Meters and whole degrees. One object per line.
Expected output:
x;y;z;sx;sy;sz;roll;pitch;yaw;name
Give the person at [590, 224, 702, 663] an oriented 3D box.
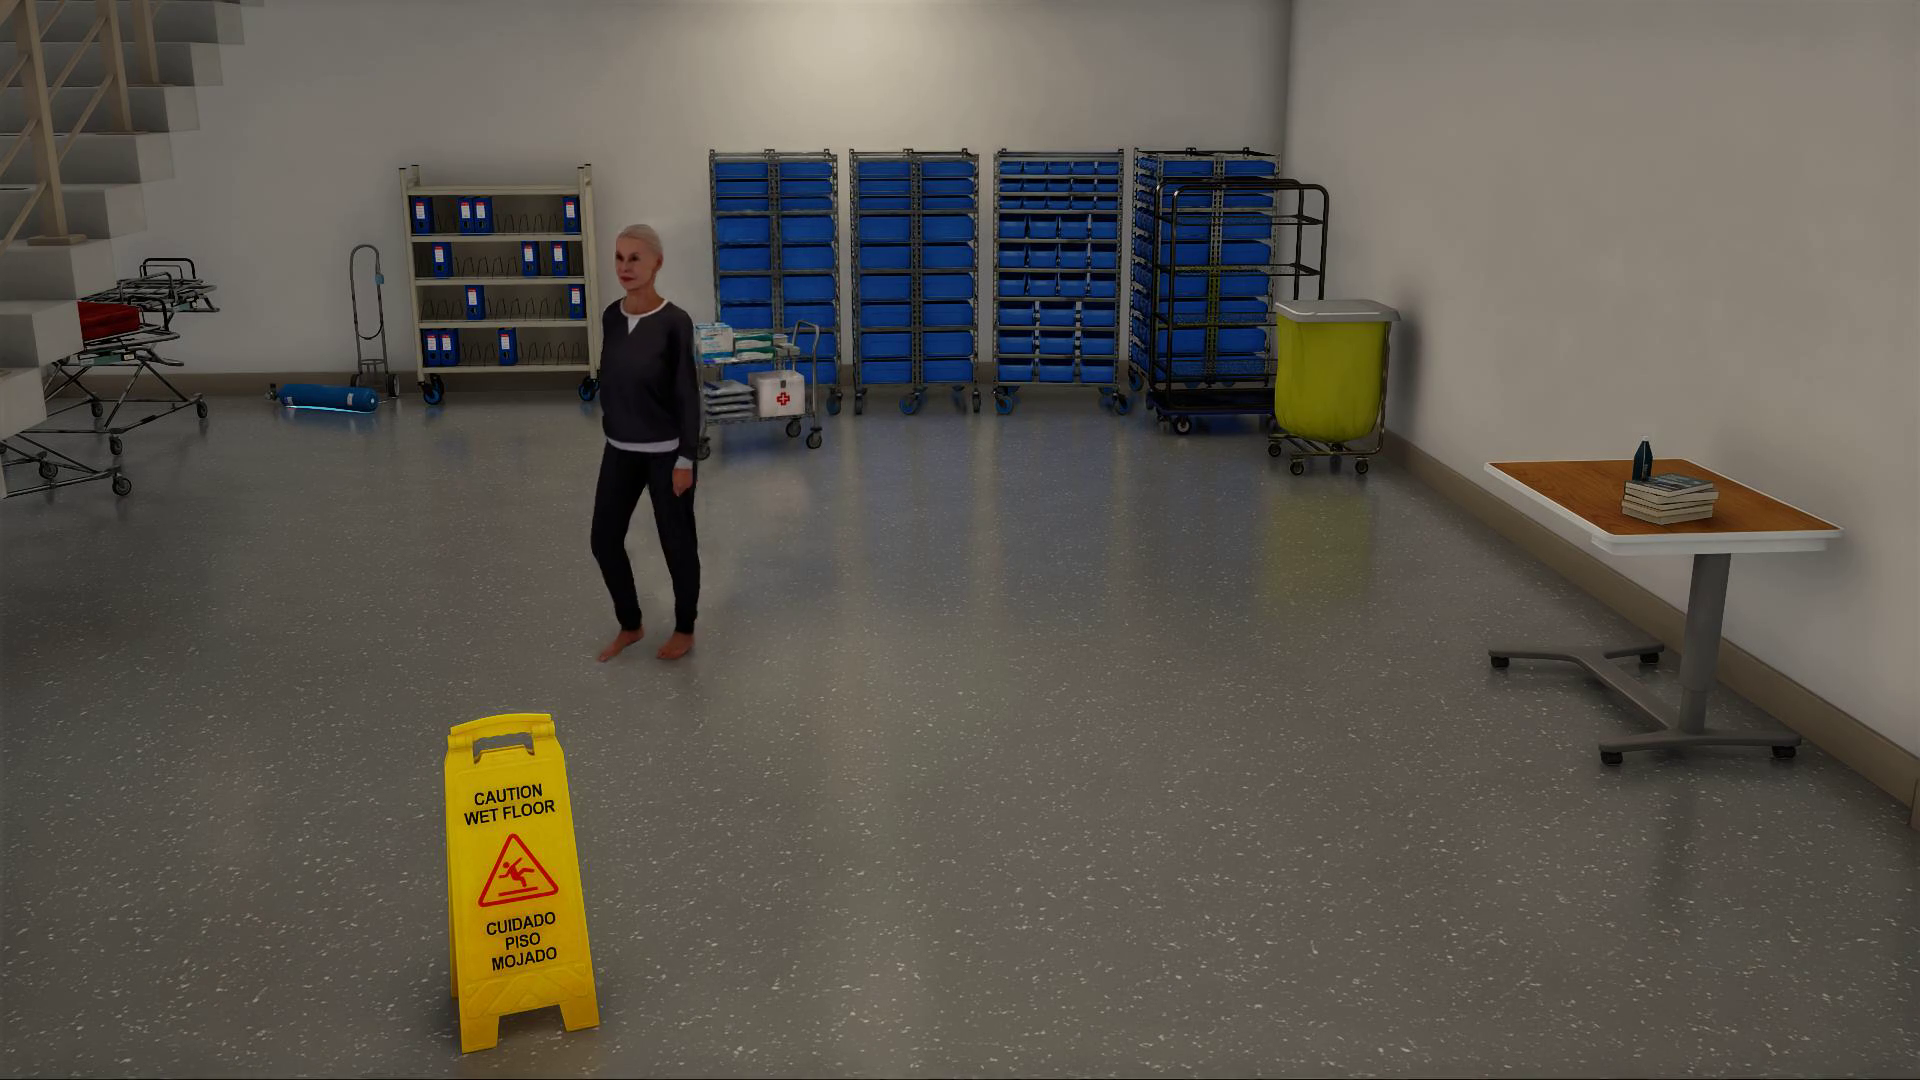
-1.172;-0.383;6.552;0.766;1.713;0.800;7;17;23;person
